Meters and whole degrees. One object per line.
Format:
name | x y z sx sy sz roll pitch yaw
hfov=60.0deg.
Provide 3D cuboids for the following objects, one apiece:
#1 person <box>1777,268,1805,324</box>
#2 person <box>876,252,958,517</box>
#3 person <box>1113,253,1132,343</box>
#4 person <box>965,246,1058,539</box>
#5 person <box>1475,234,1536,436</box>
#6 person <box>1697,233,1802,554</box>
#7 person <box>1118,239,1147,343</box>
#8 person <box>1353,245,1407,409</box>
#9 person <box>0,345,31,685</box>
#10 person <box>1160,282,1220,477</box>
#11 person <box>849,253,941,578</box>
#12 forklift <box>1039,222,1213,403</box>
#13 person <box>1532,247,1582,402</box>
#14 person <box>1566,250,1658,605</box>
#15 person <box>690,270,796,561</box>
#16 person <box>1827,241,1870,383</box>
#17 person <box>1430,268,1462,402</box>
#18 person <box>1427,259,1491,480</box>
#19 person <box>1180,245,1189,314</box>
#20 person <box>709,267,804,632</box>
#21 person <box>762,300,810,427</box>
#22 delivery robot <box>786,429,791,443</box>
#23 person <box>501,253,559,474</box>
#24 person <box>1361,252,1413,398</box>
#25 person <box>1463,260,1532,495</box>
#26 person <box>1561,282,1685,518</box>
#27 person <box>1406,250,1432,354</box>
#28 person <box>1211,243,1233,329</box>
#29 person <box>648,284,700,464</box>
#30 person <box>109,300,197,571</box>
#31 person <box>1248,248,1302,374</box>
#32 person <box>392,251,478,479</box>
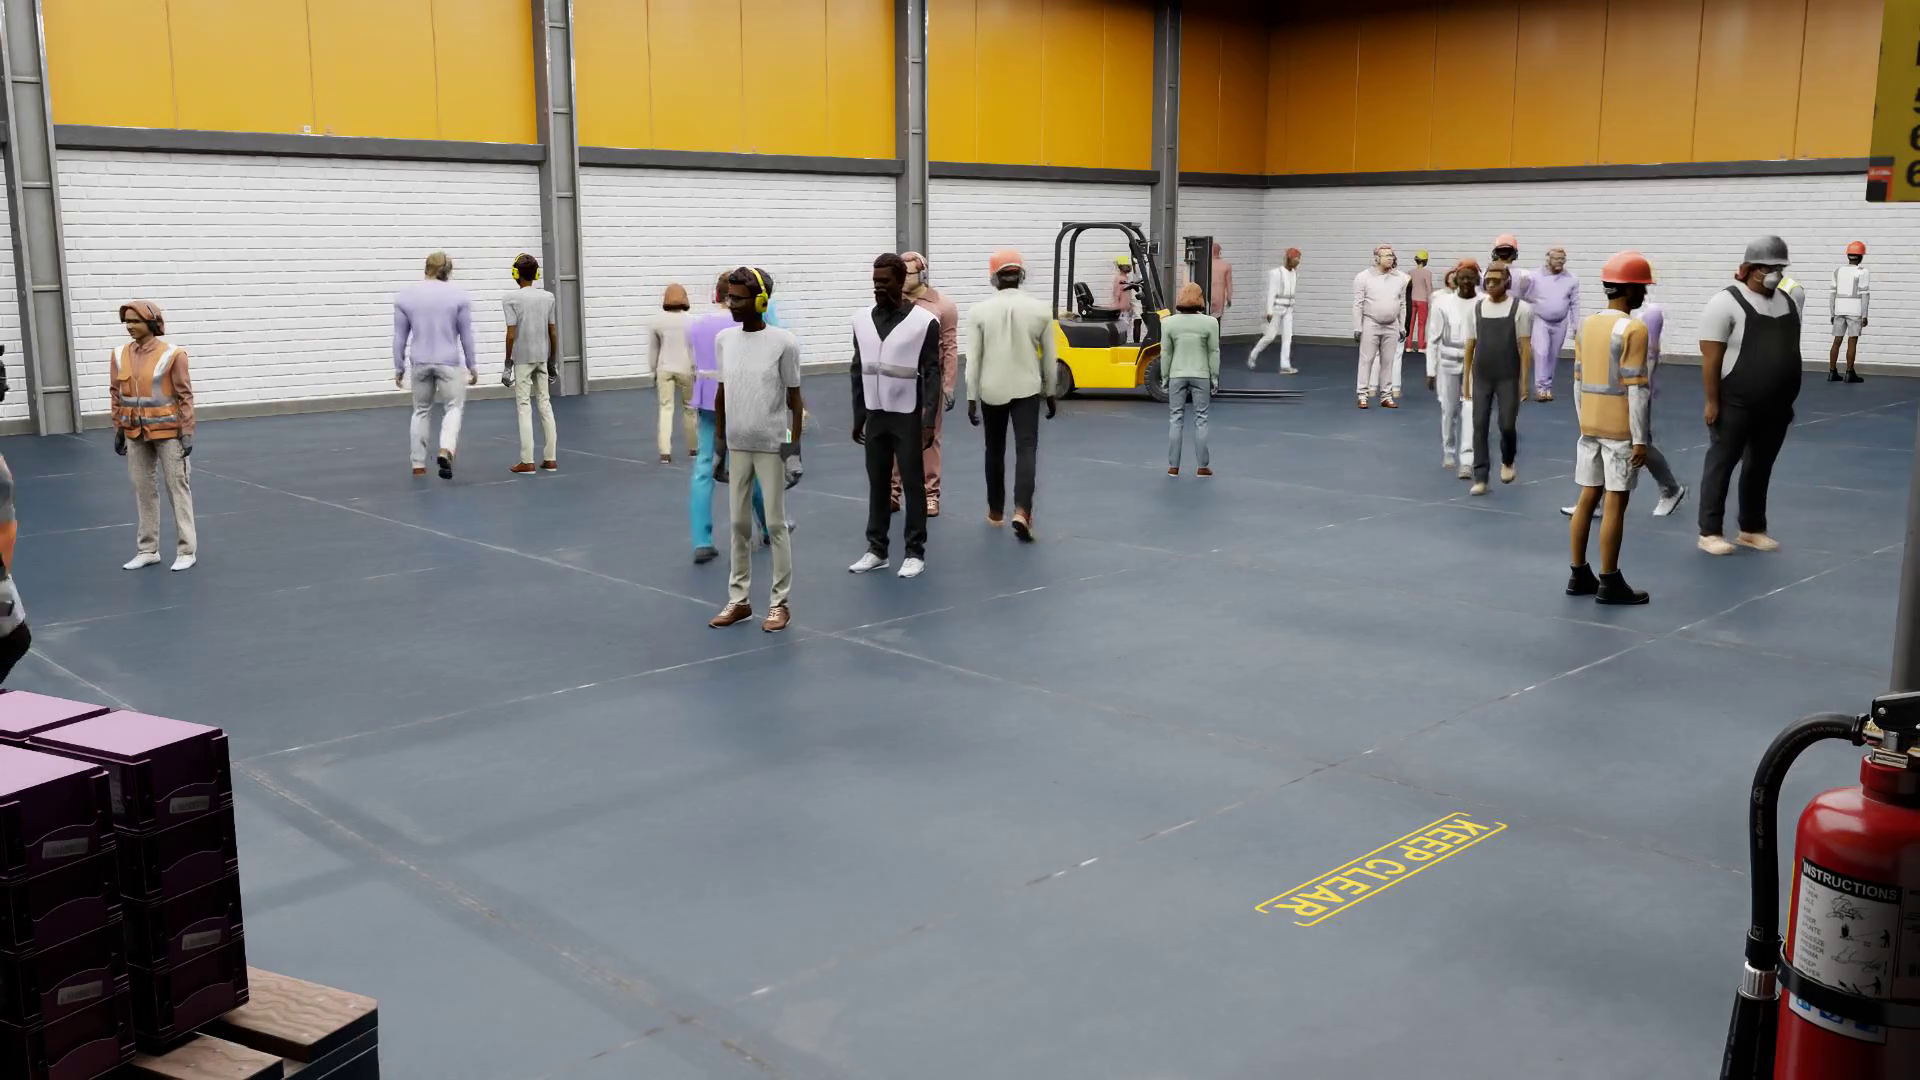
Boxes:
person | 8.359 -2.043 17.226 0.429 1.841 0.633 -6 12 -30
person | -0.344 -1.112 11.989 0.638 1.904 0.402 2 11 12
person | 2.381 -3.449 25.131 0.626 1.753 0.521 4 11 21
person | 0.348 -1.006 11.259 0.626 1.958 0.994 0 10 2
person | 5.476 -2.064 16.824 0.605 2.033 0.396 2 11 9
person | 5.056 -0.921 10.564 0.688 2.000 0.536 -3 11 -16
person | 2.877 -3.993 27.518 0.361 1.963 0.612 -9 14 -41
person | 4.922 -2.478 19.474 0.654 1.920 0.424 -1 10 -8
person | -3.505 0.108 5.924 0.369 1.675 0.545 -8 13 -35
person | 1.927 -1.340 13.953 0.497 1.636 0.286 3 11 13
person | -0.383 -0.740 9.914 0.590 1.919 0.395 6 12 29
forklift | 1.935 -2.847 20.651 2.313 2.155 1.214 2 11 13
person | 7.193 -2.600 20.155 0.673 1.871 0.867 0 10 2
person | 3.609 -0.614 9.174 0.360 1.938 0.545 -3 11 -16
person | -1.430 -0.799 10.550 0.602 1.789 0.970 5 12 26
person | 12.284 -3.138 22.941 0.364 1.935 0.552 -5 12 -27
person | 5.941 -2.466 20.136 0.519 1.626 0.497 1 10 8
person | 4.266 -1.468 14.140 0.582 1.831 1.021 3 11 17
person | 3.715 -3.809 26.670 0.418 1.917 0.583 -7 12 -33
person | -1.043 -0.455 8.515 0.521 1.864 0.336 4 11 23
person | -1.925 -1.901 16.926 0.784 1.670 0.537 1 10 7
delivery robot | -1.647 -0.874 14.109 0.477 0.478 0.707 -3 11 -15
person | -3.675 -1.499 14.184 0.315 1.870 0.532 10 14 43
person | 5.341 -2.699 20.844 0.628 1.838 0.428 3 11 18
person | 4.209 -1.269 13.041 0.533 1.830 0.527 6 12 30
person | 4.808 -1.082 11.887 0.908 1.882 0.592 -3 11 -16
person | 7.889 -4.084 28.561 0.321 1.769 0.523 -8 13 -36
person | 4.464 -4.266 29.238 0.667 1.881 0.730 2 11 13
person | -2.538 -1.496 14.926 0.517 1.593 0.776 0 10 3
person | -4.865 -0.624 10.043 0.523 1.638 0.310 2 11 9
person | 4.650 -3.368 24.462 0.645 1.847 0.808 -8 13 -37
person | -4.342 -1.416 13.667 0.690 1.895 0.641 0 10 -1
